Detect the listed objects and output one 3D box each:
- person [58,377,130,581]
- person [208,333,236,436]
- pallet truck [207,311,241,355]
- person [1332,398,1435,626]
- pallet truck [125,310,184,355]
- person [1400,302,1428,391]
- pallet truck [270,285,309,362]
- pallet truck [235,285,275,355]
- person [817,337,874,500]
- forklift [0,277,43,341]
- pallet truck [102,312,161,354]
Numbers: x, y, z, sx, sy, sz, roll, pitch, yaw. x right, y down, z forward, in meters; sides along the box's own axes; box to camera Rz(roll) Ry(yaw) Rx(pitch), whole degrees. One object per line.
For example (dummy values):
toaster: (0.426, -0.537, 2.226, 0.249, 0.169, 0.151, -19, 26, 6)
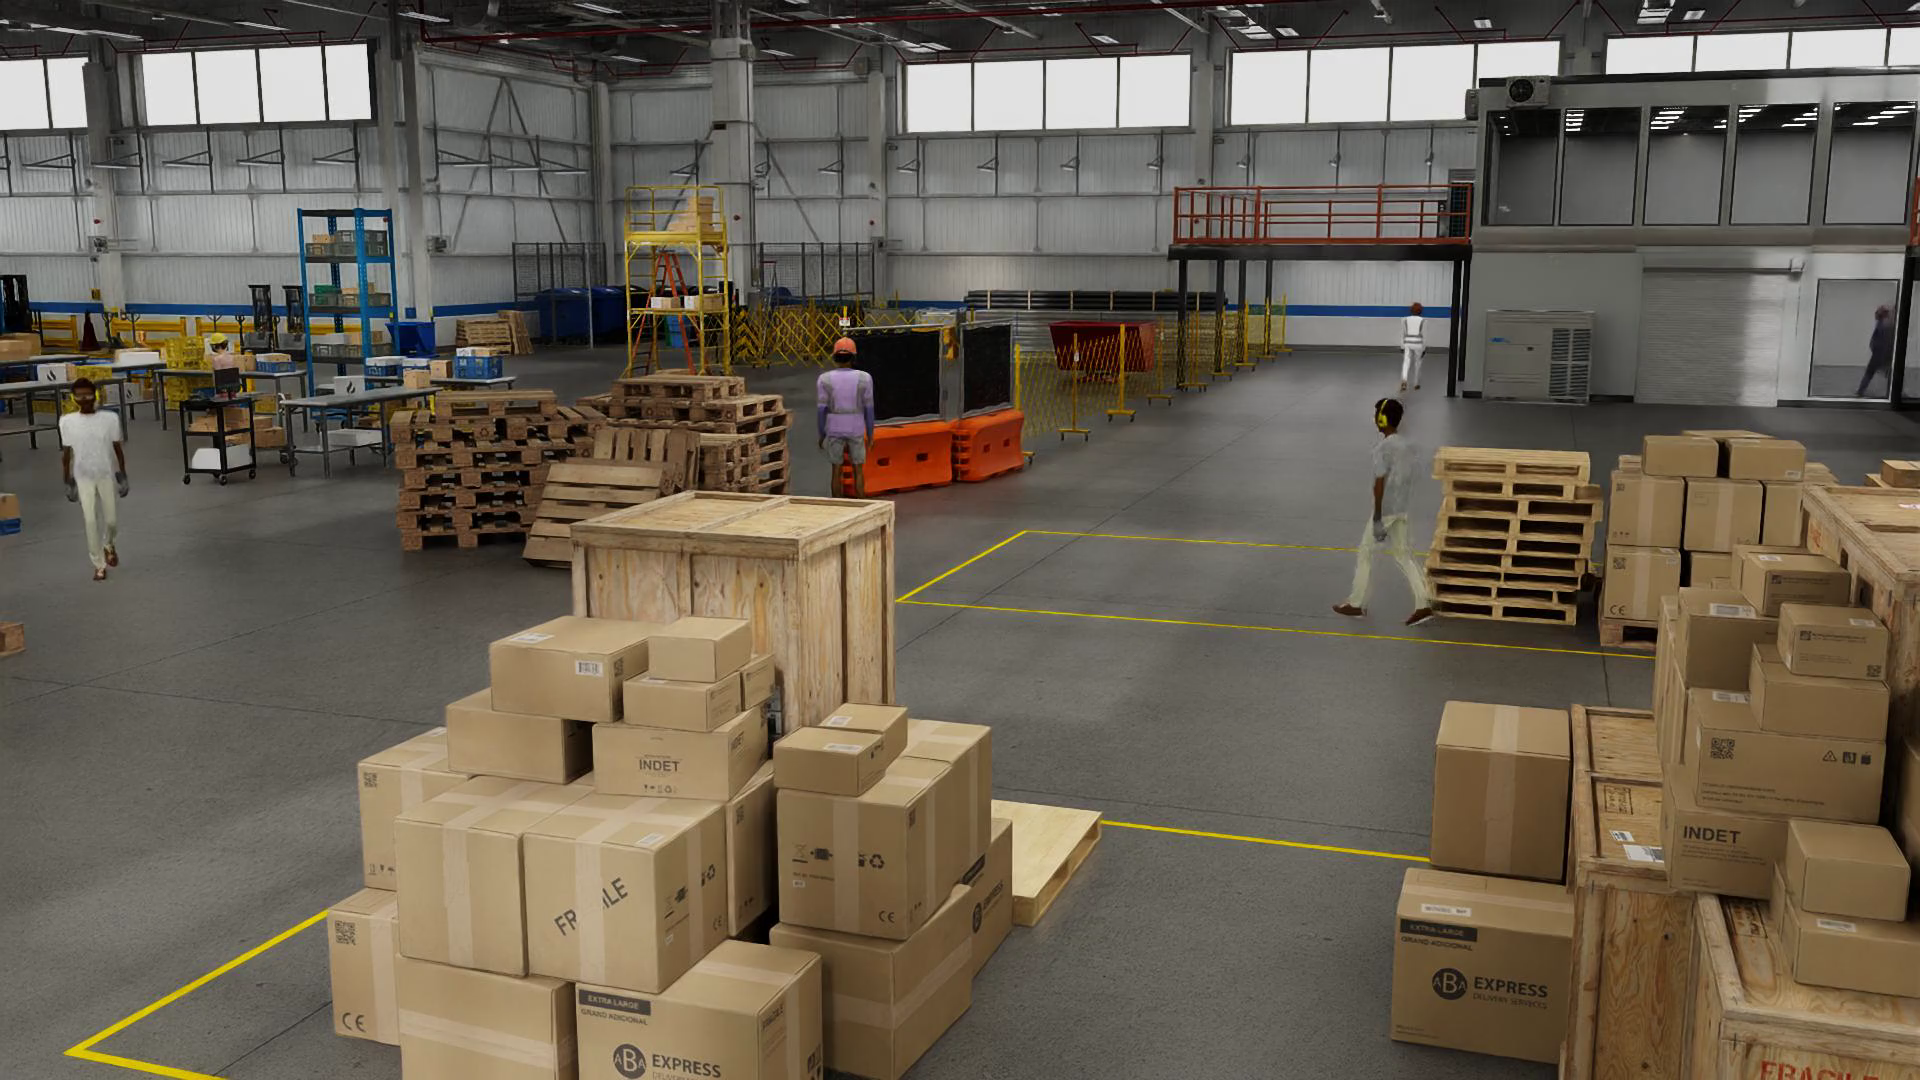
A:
person: (-7.886, -0.567, 15.163, 0.541, 1.851, 0.533, -5, 11, -27)
person: (-10.716, -2.124, 24.182, 0.326, 1.765, 0.533, 0, 10, 2)
pallet truck: (-19.537, -5.575, 44.913, 0.653, 1.274, 1.630, 3, 11, 19)
person: (3.463, -0.228, 13.346, 0.530, 1.826, 0.921, -6, 12, -32)
pallet truck: (-22.038, -5.665, 45.457, 0.704, 1.261, 1.522, 3, 11, 17)
person: (9.433, -4.024, 34.642, 0.576, 1.855, 0.875, 5, 11, 25)
pallet truck: (-17.147, -5.700, 43.663, 0.823, 1.965, 1.885, 3, 11, 17)
pallet truck: (-18.327, -5.835, 44.421, 0.823, 1.965, 1.885, 4, 11, 23)
person: (-1.238, -1.180, 18.081, 0.615, 2.040, 0.391, -1, 10, -4)
forklift: (-27.151, -6.329, 46.328, 1.157, 1.987, 2.680, 3, 11, 17)
pallet truck: (-23.057, -5.777, 46.261, 0.680, 1.201, 1.601, 3, 11, 19)
